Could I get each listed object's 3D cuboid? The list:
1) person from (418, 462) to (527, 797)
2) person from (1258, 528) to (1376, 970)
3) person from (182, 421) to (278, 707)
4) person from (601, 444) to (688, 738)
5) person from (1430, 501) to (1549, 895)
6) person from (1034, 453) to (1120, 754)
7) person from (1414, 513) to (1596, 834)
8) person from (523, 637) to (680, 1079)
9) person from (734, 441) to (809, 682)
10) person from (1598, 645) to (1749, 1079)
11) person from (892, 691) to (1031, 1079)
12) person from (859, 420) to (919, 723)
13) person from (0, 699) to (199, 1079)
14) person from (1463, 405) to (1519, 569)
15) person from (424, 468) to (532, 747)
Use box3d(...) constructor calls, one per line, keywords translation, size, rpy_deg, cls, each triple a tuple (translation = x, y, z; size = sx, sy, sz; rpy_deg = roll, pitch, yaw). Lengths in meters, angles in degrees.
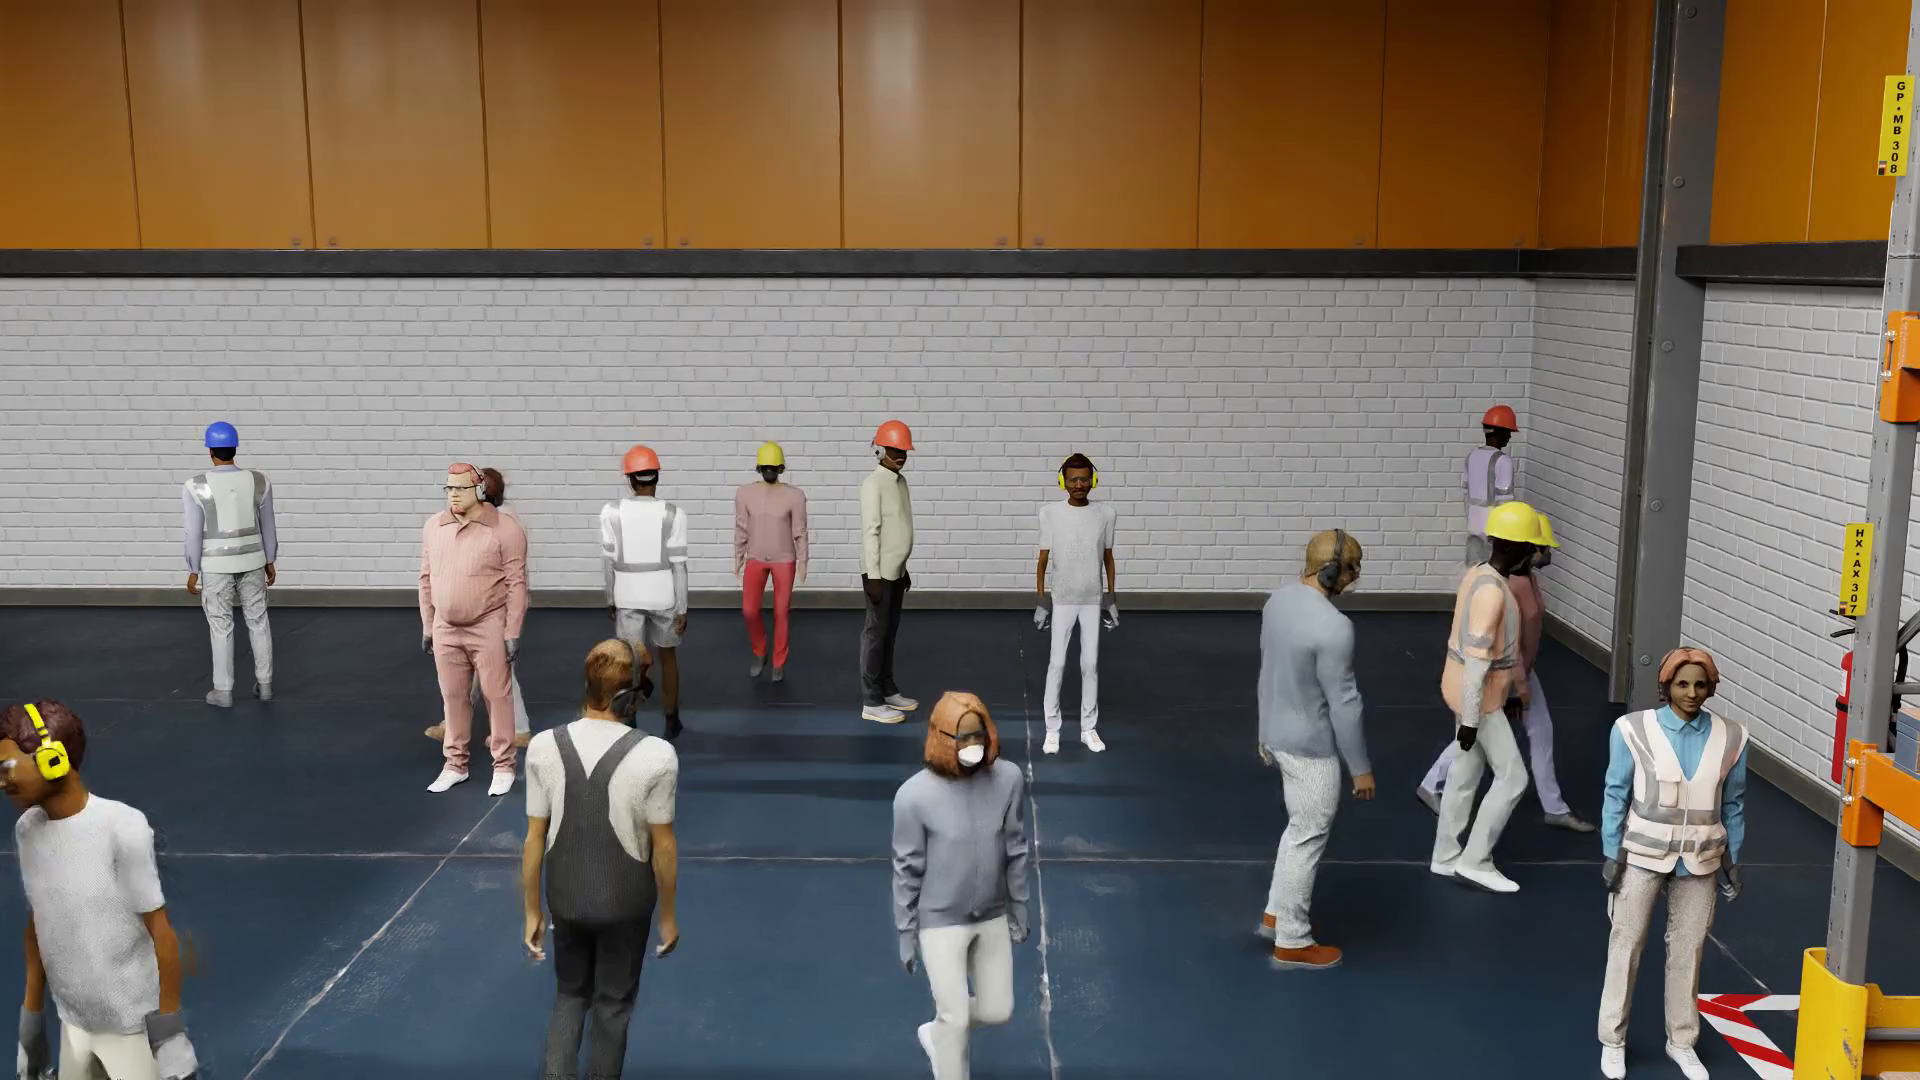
box3d(translation=(-2.781, 0.505, 9.451), size=(0.642, 1.909, 0.410), rpy_deg=(2, 10, 11), cls="person")
box3d(translation=(1.486, 0.890, 7.083), size=(0.421, 1.919, 0.675), rpy_deg=(-2, 10, -10), cls="person")
box3d(translation=(-4.977, 0.163, 11.370), size=(0.614, 1.947, 0.389), rpy_deg=(-9, 13, -43), cls="person")
box3d(translation=(-1.949, 0.369, 10.303), size=(0.534, 1.907, 0.810), rpy_deg=(-1, 10, -5), cls="person")
box3d(translation=(2.549, 0.754, 7.973), size=(0.557, 1.903, 0.620), rpy_deg=(2, 10, 12), cls="person")
box3d(translation=(0.725, 0.389, 10.252), size=(0.538, 1.869, 0.312), rpy_deg=(-1, 10, -8), cls="person")
box3d(translation=(2.907, 0.695, 8.892), size=(0.922, 1.716, 0.524), rpy_deg=(6, 11, 34), cls="person")
box3d(translation=(-1.163, 1.217, 5.439), size=(0.520, 1.817, 0.450), rpy_deg=(1, 10, 7), cls="person")
box3d(translation=(-1.358, 0.161, 11.953), size=(0.552, 1.750, 0.388), rpy_deg=(0, 9, 3), cls="person")
box3d(translation=(2.620, 1.190, 6.138), size=(0.513, 1.642, 0.313), rpy_deg=(1, 10, 5), cls="person")
box3d(translation=(-0.017, 1.281, 5.668), size=(0.511, 1.613, 0.550), rpy_deg=(-5, 11, -30), cls="person")
box3d(translation=(-0.470, 0.197, 11.041), size=(0.392, 1.991, 0.612), rpy_deg=(3, 10, 17), cls="person")
box3d(translation=(-2.391, 1.349, 4.631), size=(0.668, 1.838, 0.365), rpy_deg=(4, 10, 23), cls="person")
box3d(translation=(4.114, -0.076, 12.855), size=(0.364, 1.933, 0.543), rpy_deg=(-3, 10, -19), cls="person")
box3d(translation=(-2.986, 0.440, 10.207), size=(0.673, 1.792, 0.685), rpy_deg=(-4, 10, -20), cls="person")
